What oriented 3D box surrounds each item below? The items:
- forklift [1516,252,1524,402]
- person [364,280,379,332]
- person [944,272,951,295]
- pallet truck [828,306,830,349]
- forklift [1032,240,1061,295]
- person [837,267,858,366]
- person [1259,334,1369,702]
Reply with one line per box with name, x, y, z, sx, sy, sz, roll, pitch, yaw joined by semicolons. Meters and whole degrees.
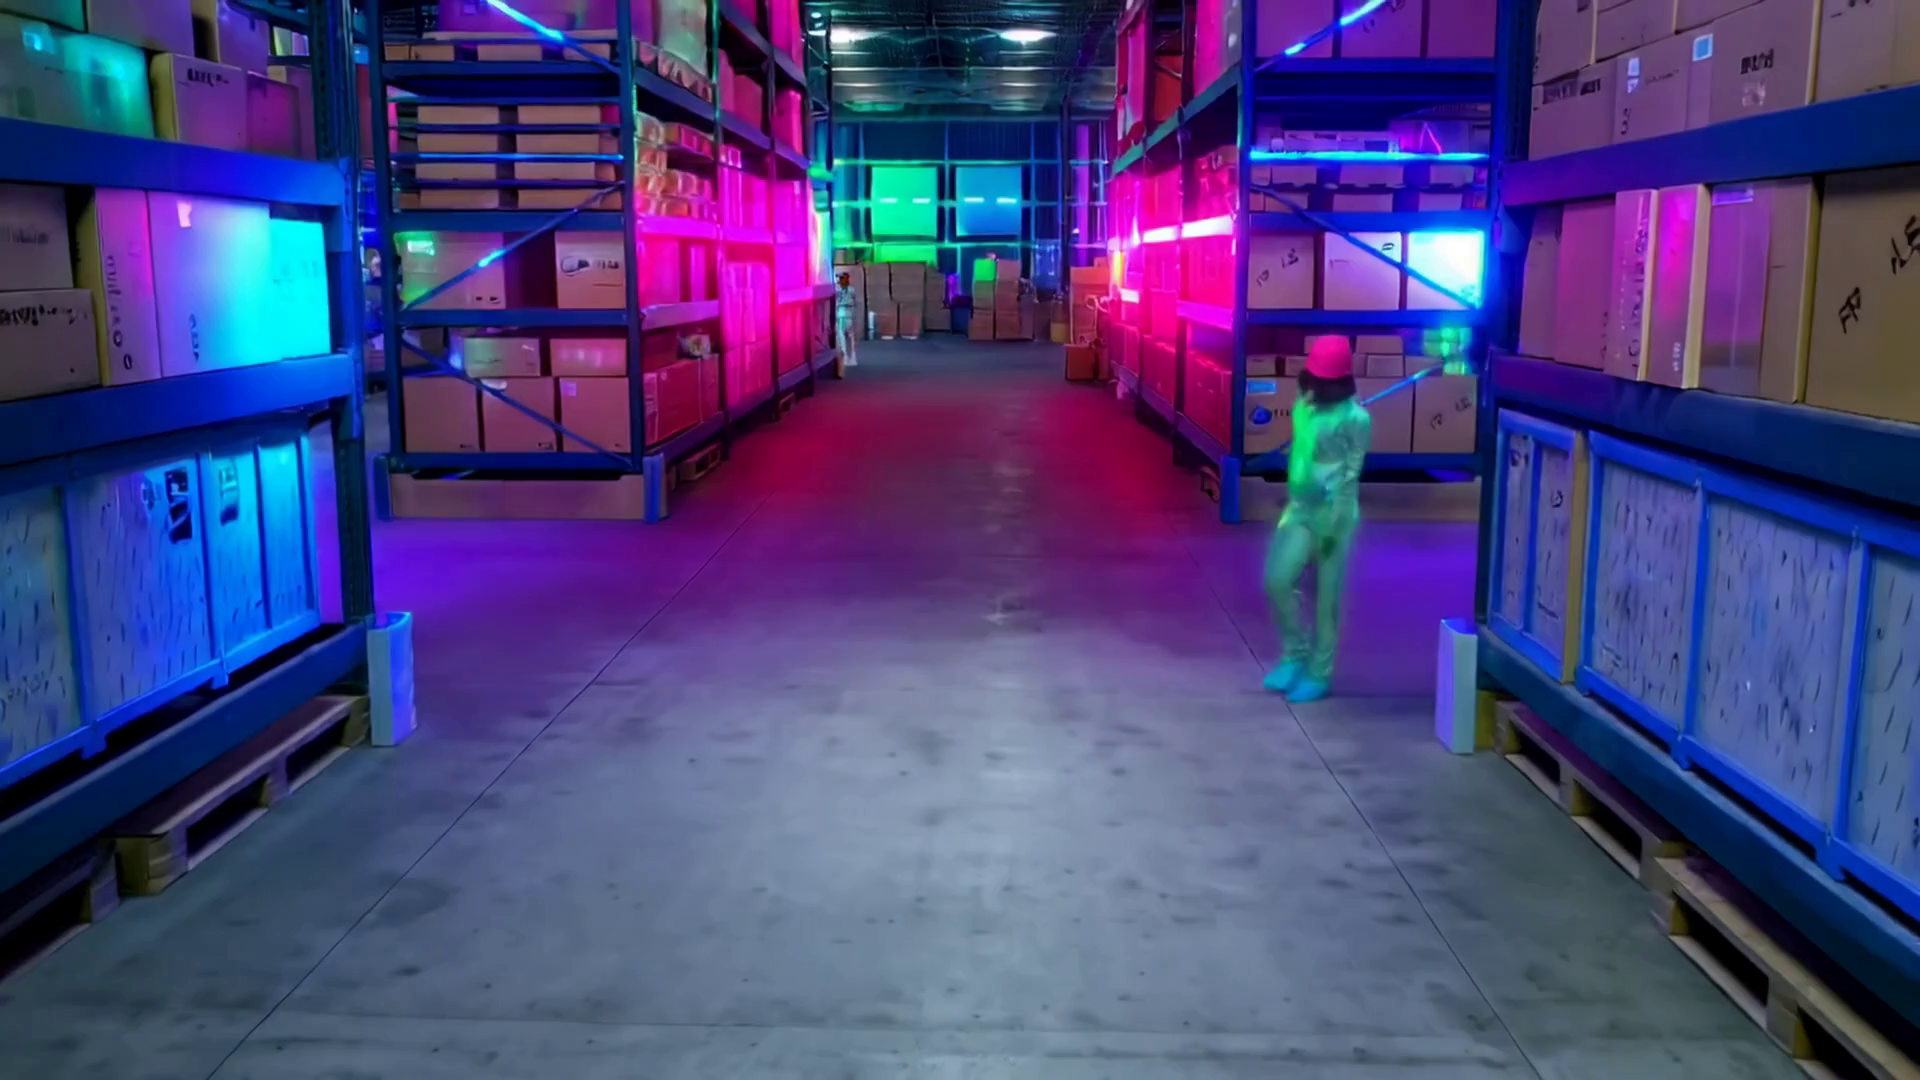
forklift;7.835;-3.351;23.634;1.873;2.768;1.129;6;11;30
person;-12.451;-4.589;34.672;0.676;1.662;0.386;-3;10;-16
person;-0.449;-9.714;65.367;0.787;1.668;0.531;3;10;16
pallet truck;-3.100;-3.940;29.800;1.885;1.965;0.823;3;10;19
forklift;3.172;-9.648;61.356;1.129;2.768;1.873;0;9;1
person;-2.220;-4.358;32.500;0.376;1.933;0.545;-8;12;-40
person;1.622;-0.081;7.539;0.417;1.707;0.527;-6;11;-32
